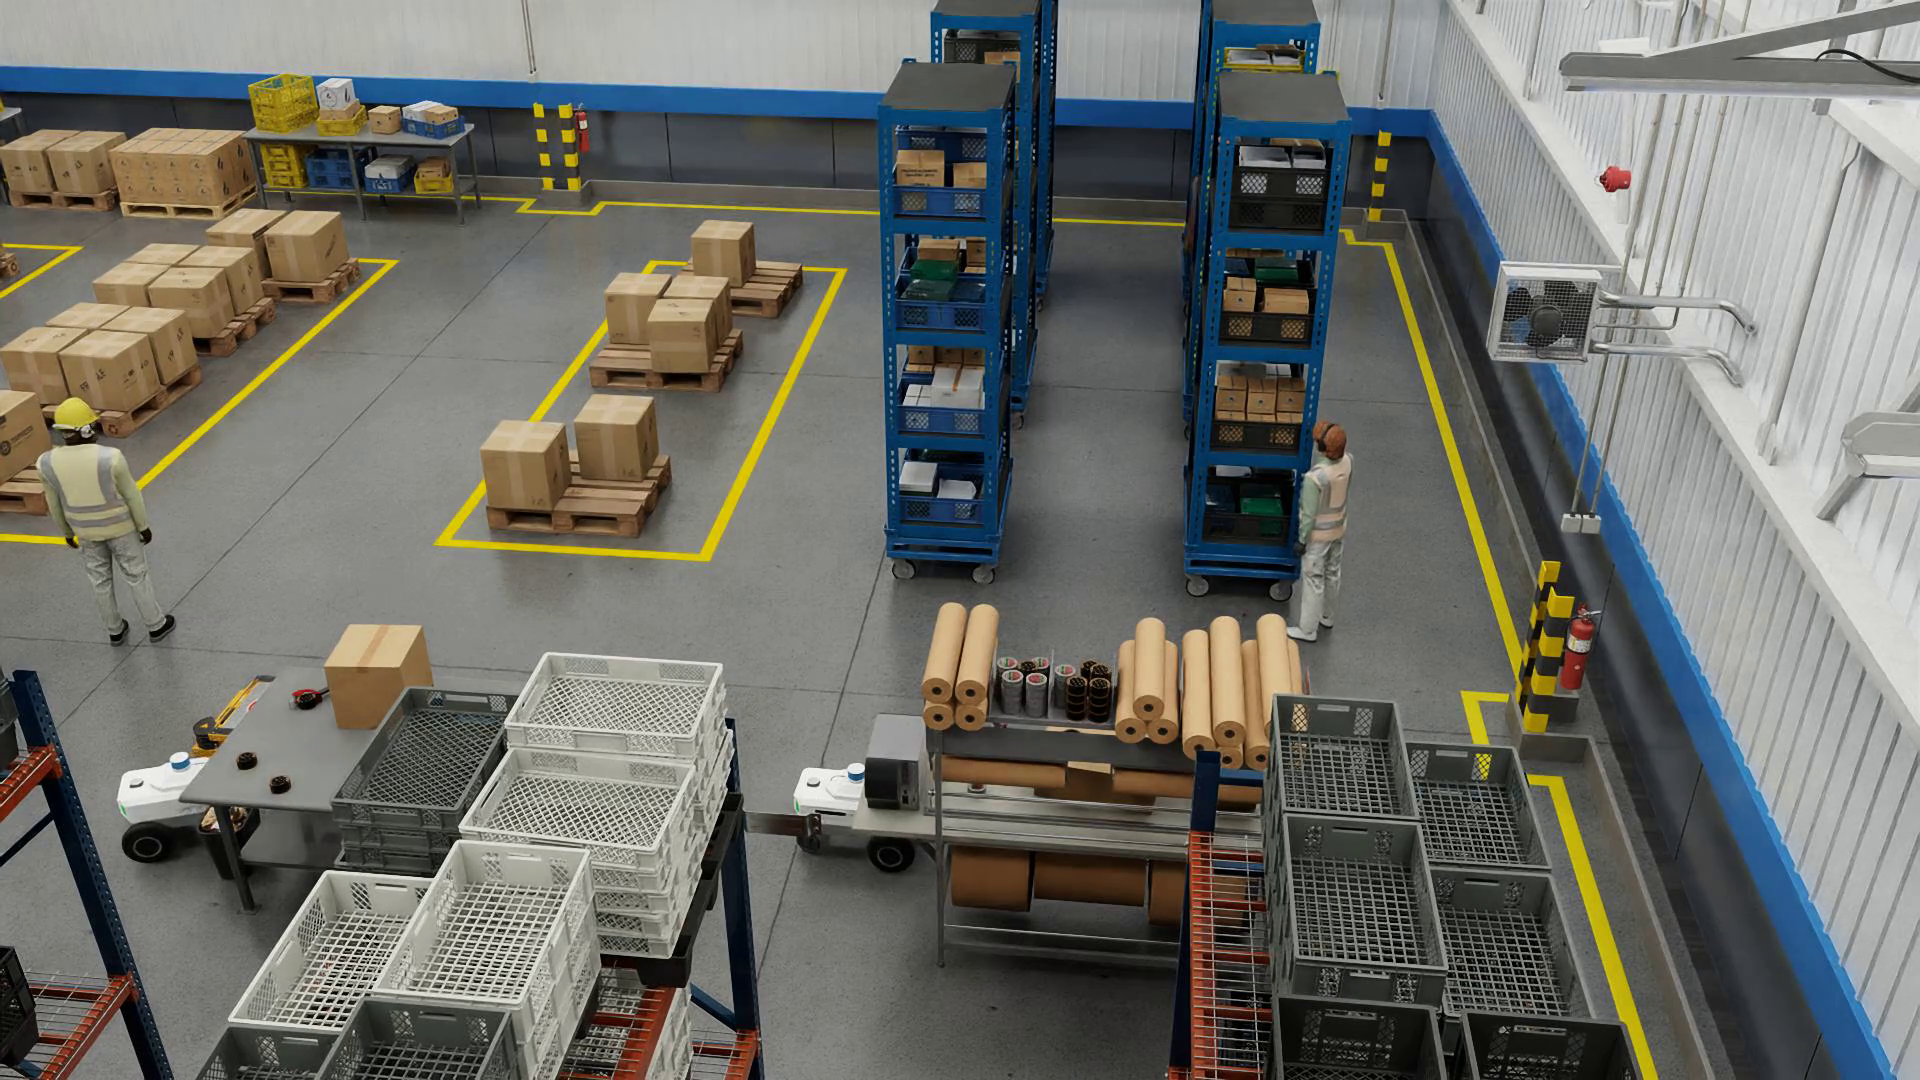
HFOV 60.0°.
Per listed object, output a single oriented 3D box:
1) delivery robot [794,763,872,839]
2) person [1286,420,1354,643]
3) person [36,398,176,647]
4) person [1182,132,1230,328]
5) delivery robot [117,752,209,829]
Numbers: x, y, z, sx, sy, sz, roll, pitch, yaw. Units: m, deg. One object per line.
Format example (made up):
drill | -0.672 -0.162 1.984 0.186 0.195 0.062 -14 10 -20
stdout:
delivery robot | -0.598 1.517 9.670 0.707 0.478 0.477 5 31 8
person | 2.470 -0.055 11.387 0.315 1.641 0.514 26 39 37
person | -5.808 -0.108 11.299 0.586 1.825 0.404 -3 30 -6
person | 2.444 -2.962 16.047 0.637 1.983 0.414 -15 33 -23
delivery robot | -4.526 1.466 9.759 0.707 0.478 0.477 -8 31 -14
